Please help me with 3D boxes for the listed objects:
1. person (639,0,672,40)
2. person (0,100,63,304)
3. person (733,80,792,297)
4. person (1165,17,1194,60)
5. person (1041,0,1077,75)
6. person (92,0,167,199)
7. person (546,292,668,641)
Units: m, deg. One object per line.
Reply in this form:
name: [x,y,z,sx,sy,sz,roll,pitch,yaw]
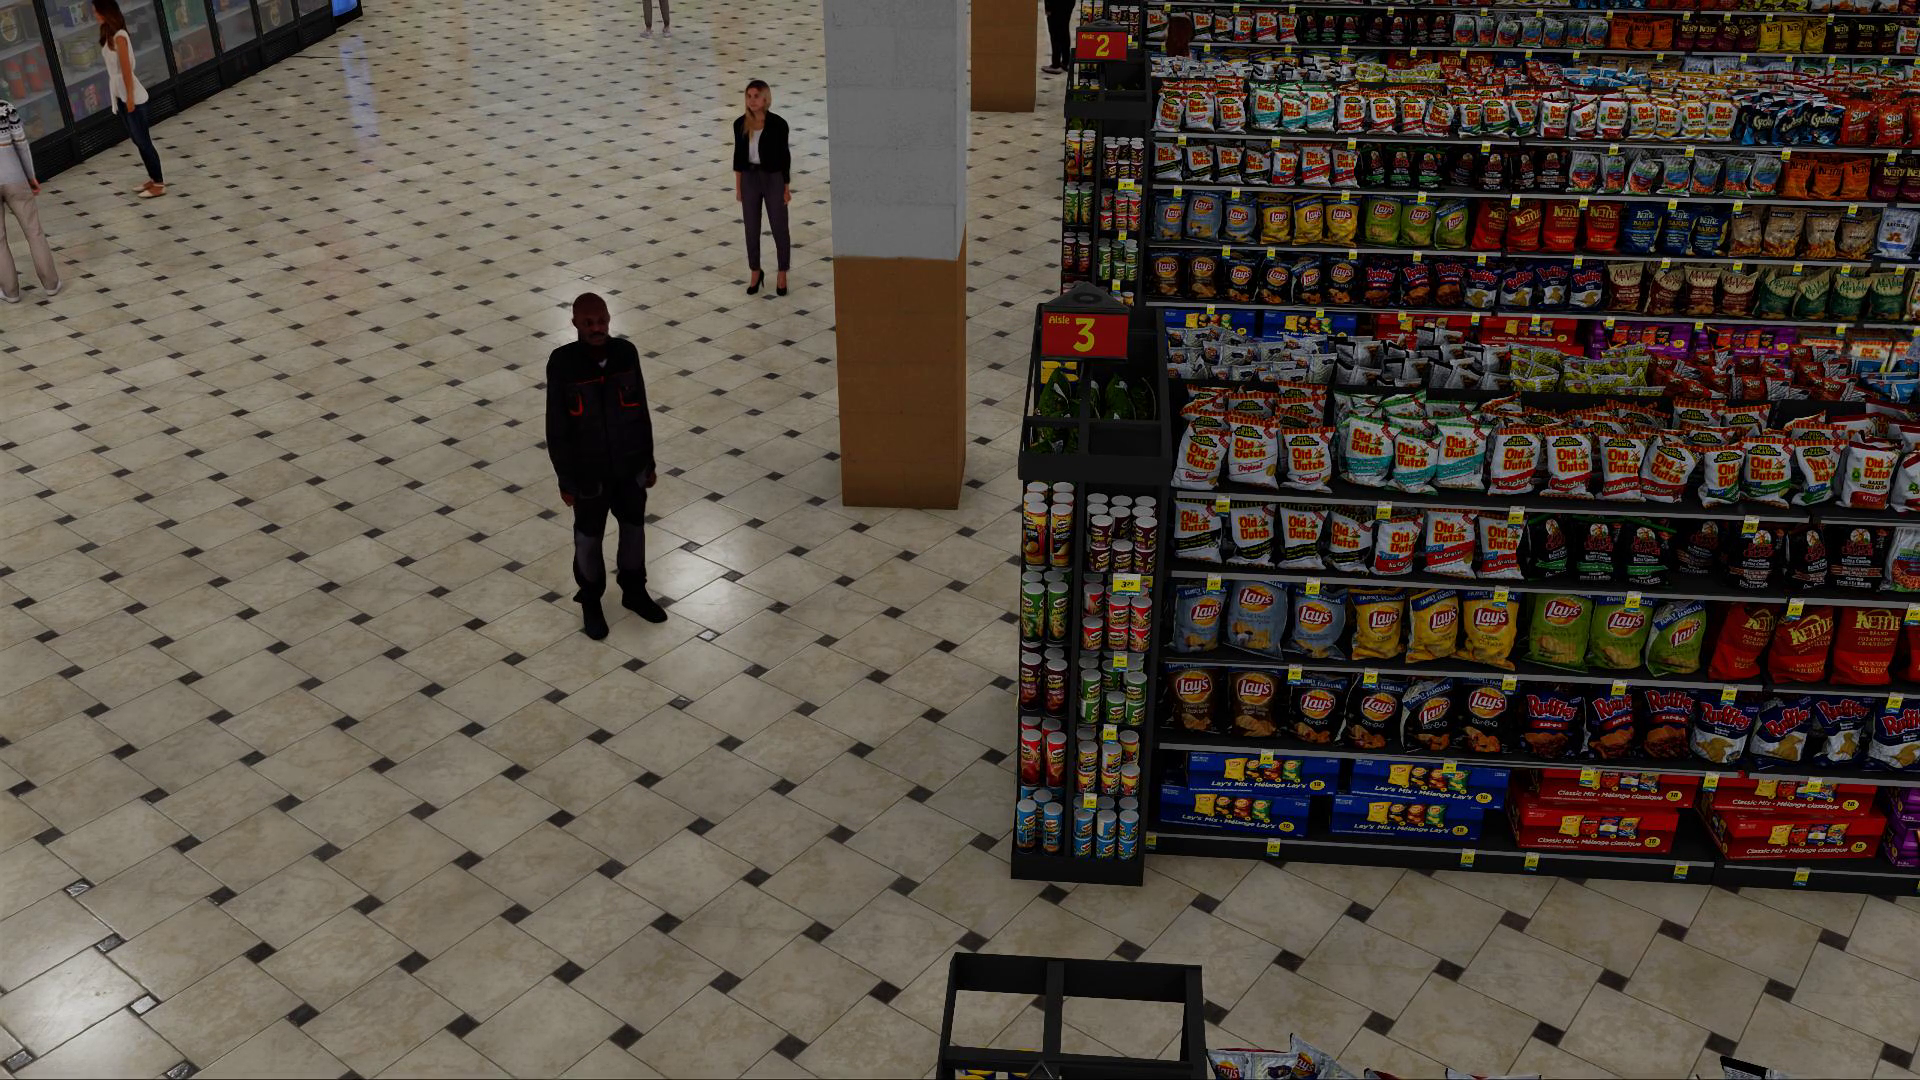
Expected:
person: [-3.929,-7.335,21.119,0.711,1.841,0.816,-15,32,-25]
person: [-7.334,-2.740,12.683,0.740,1.861,0.825,-18,34,-30]
person: [-1.505,-2.701,12.810,0.498,1.670,0.676,5,29,9]
person: [1.841,-3.561,14.246,0.533,1.803,0.622,5,29,8]
person: [1.173,-6.297,19.457,0.786,1.612,0.763,18,33,30]
person: [-7.527,-4.027,15.121,0.725,1.782,0.663,-22,36,-35]
person: [-1.803,-0.403,8.441,0.765,1.823,0.855,-17,33,-29]
